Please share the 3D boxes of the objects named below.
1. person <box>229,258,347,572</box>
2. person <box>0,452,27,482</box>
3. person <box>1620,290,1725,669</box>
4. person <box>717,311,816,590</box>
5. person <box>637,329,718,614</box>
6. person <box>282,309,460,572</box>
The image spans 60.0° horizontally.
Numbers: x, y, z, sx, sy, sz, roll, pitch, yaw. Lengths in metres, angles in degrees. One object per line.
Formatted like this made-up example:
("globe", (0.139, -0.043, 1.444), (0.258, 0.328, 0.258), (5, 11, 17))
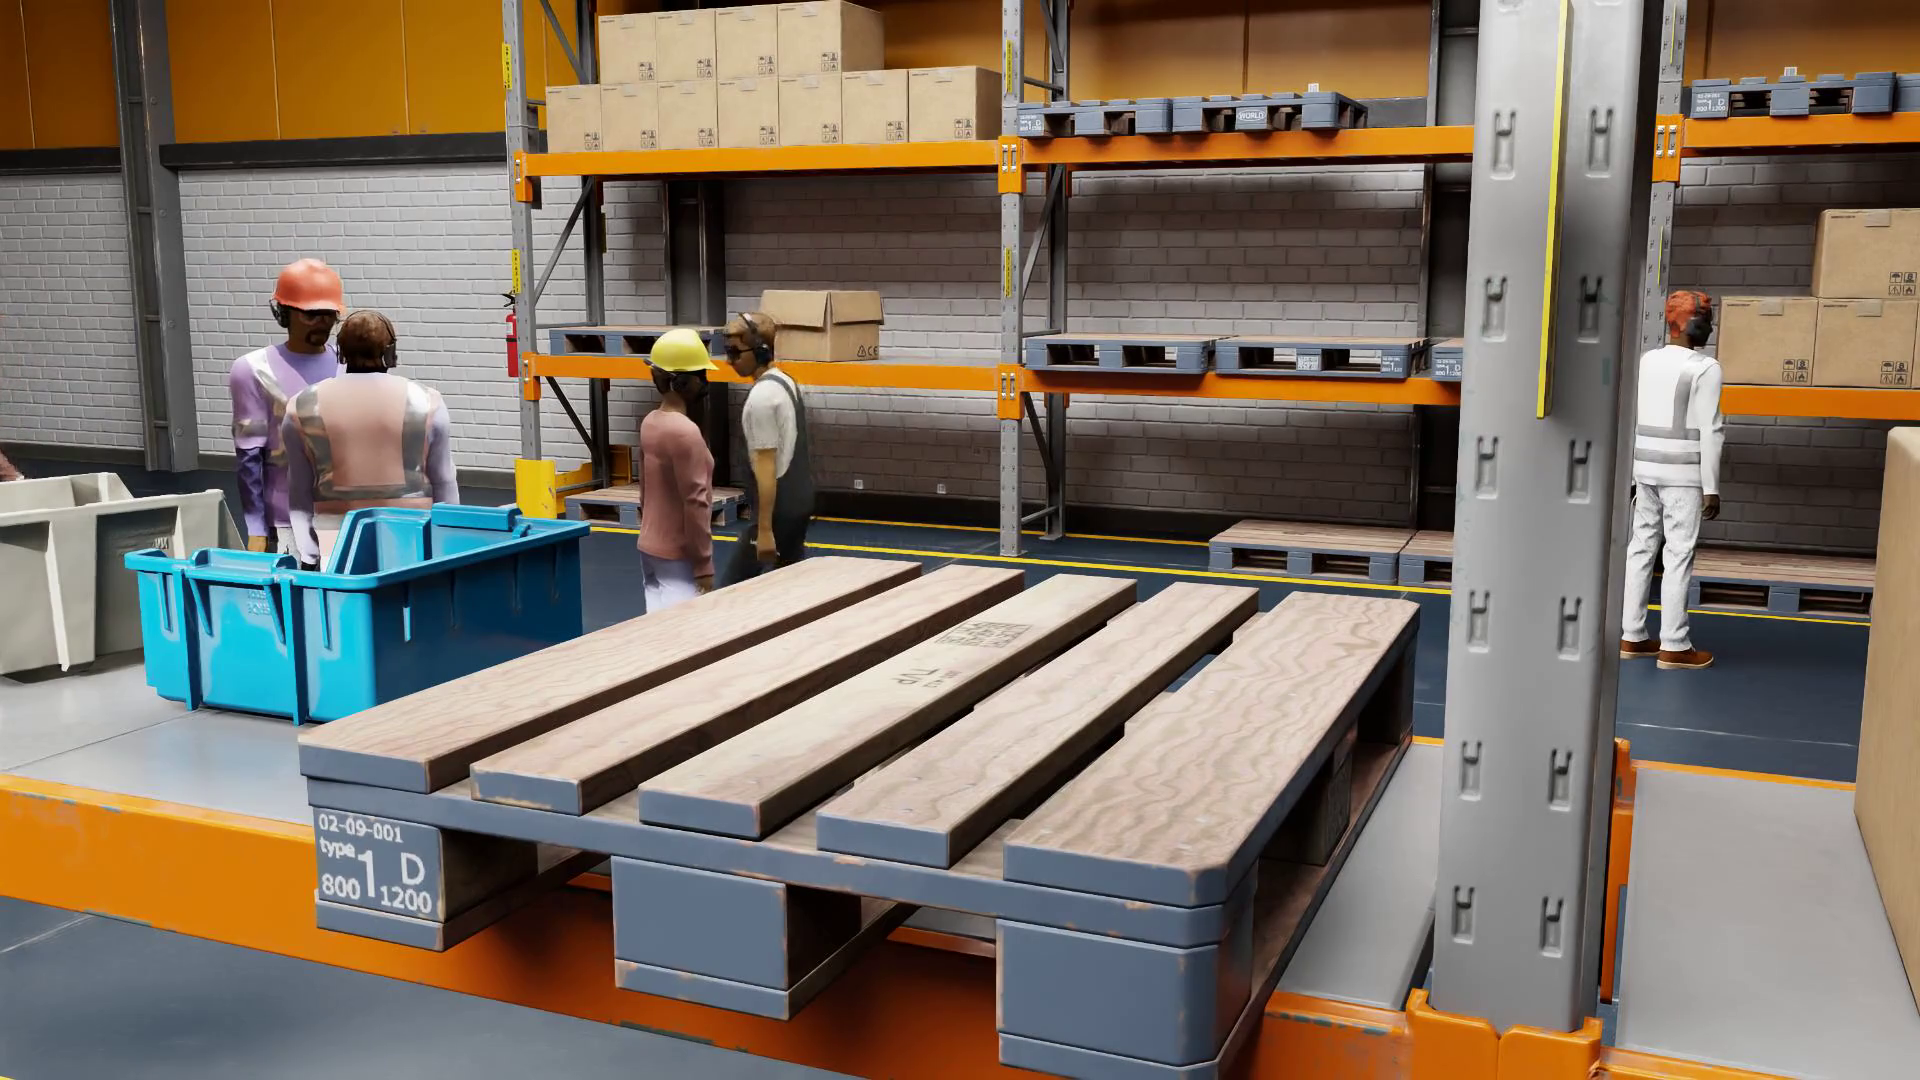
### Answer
("person", (-2.590, -0.106, 6.715), (0.380, 2.039, 0.607), (8, 12, 39))
("person", (-8.462, -1.262, 14.147), (0.927, 1.875, 0.652), (-1, 10, -6))
("person", (3.565, -0.300, 8.336), (0.338, 1.882, 0.582), (-4, 10, -23))
("person", (-0.868, -0.089, 7.293), (0.592, 1.809, 0.590), (2, 10, 9))
("person", (-1.089, 0.065, 6.504), (0.325, 1.769, 0.524), (-5, 11, -29))
("person", (-2.264, 0.032, 6.478), (0.626, 1.844, 0.429), (-2, 10, -14))
